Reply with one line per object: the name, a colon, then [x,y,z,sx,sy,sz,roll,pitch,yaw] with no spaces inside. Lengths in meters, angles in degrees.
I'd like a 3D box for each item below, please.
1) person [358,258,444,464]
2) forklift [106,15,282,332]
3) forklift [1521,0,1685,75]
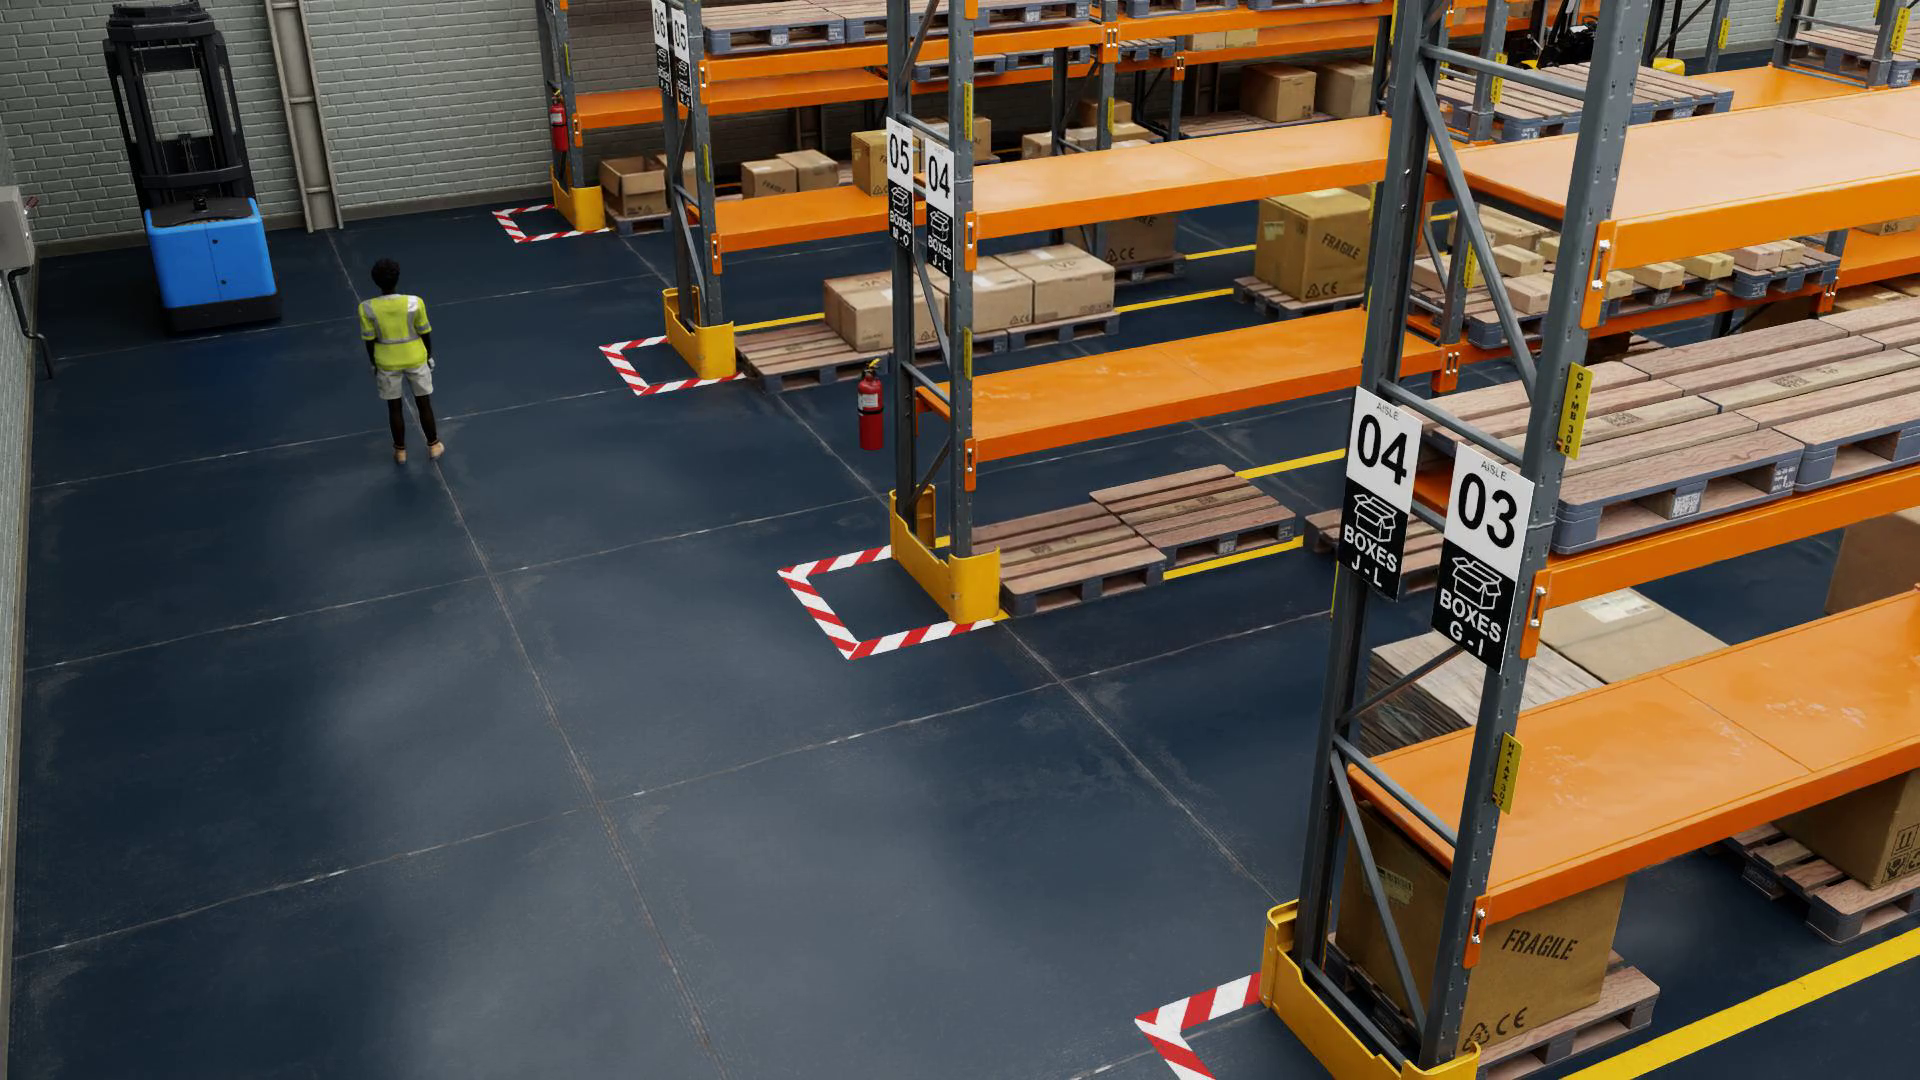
person: [-4.453,-1.419,13.267,0.534,1.696,0.318,-8,29,-14]
forklift: [-7.548,-3.672,16.323,1.129,2.768,1.873,-12,30,-22]
forklift: [8.950,-6.807,23.056,1.214,2.155,2.313,-12,30,-22]
